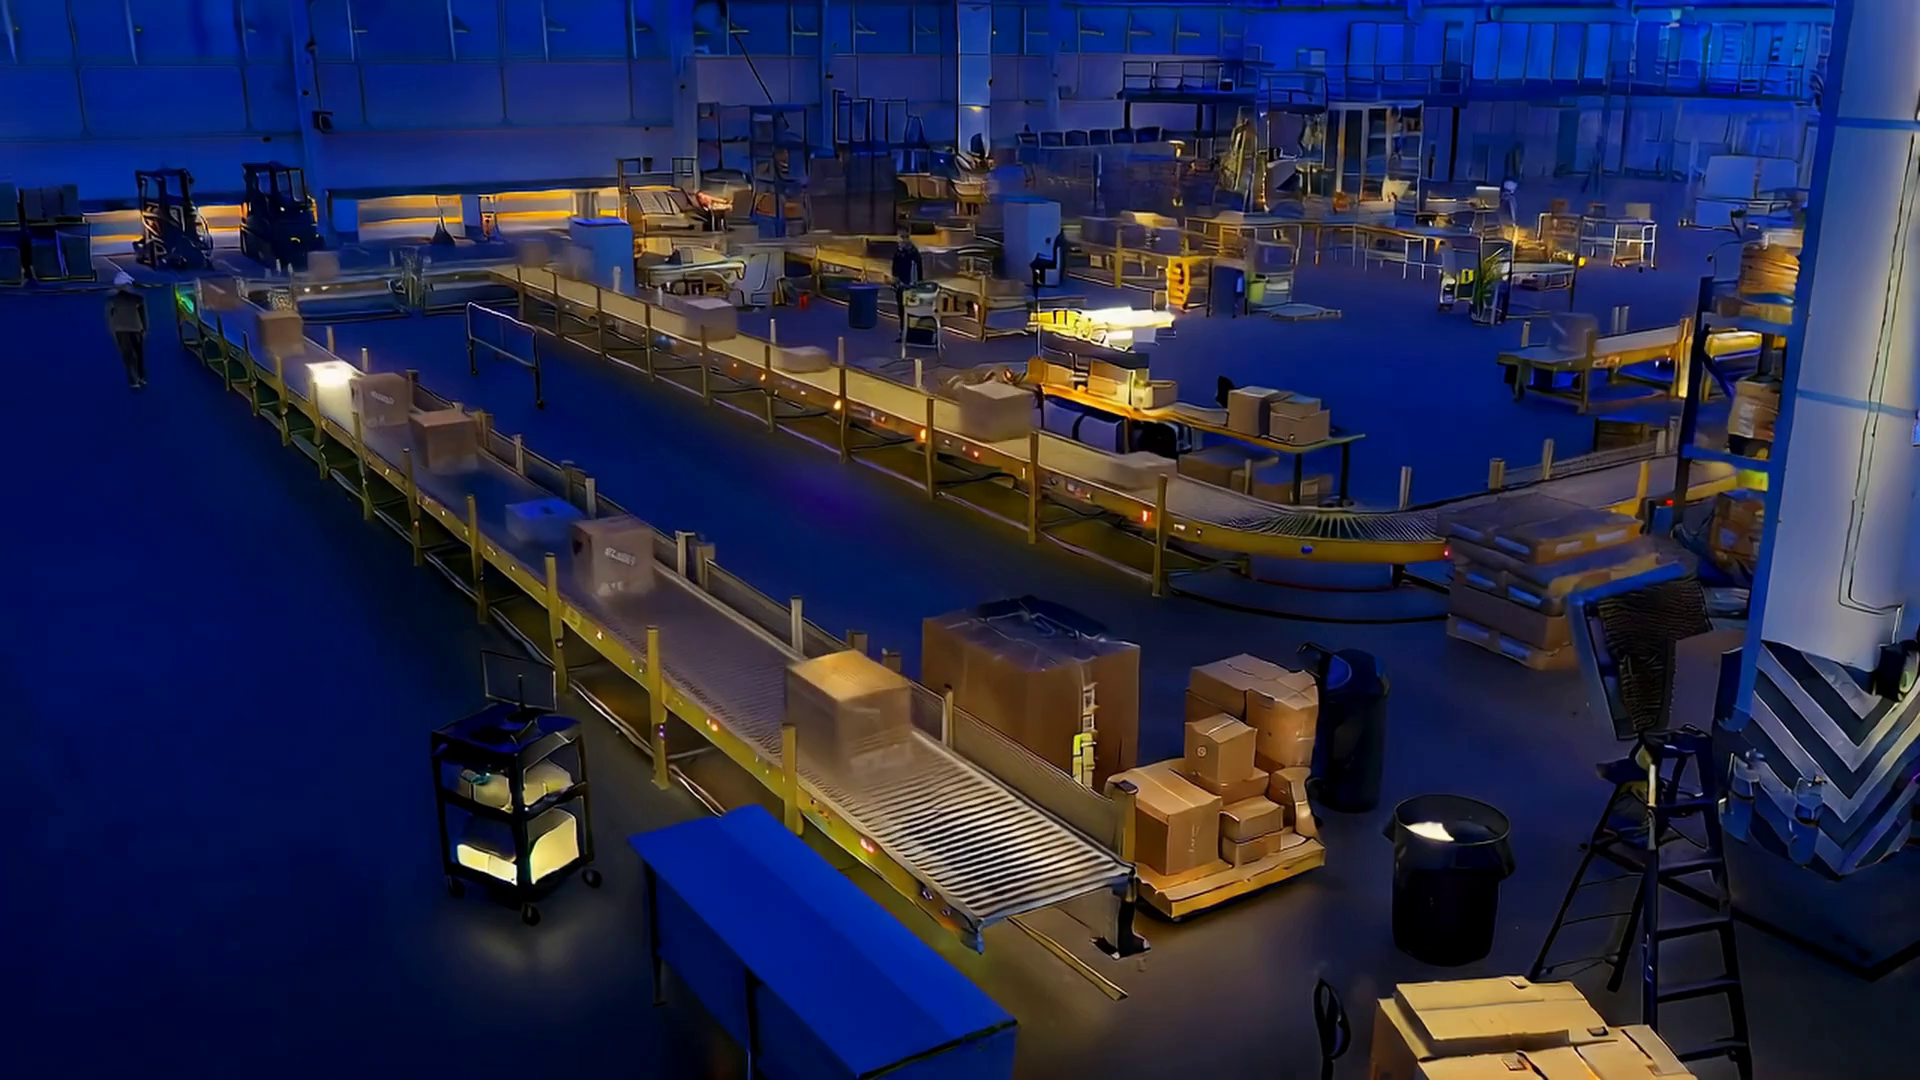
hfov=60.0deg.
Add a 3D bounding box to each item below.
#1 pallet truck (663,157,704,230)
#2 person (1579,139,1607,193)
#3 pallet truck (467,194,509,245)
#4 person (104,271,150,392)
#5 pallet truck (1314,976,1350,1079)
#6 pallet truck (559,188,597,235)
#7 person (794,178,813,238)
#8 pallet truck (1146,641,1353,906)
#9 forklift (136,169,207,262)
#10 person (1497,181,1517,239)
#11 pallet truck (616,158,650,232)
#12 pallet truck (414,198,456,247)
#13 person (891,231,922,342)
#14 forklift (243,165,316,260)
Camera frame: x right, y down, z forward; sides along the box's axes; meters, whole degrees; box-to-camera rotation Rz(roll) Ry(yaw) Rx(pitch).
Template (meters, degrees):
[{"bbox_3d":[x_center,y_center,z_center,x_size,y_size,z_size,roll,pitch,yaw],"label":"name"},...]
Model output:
[{"bbox_3d":[-7.586,-9.308,44.692,0.823,1.965,1.885,-11,20,-33],"label":"pallet truck"},{"bbox_3d":[21.232,-12.494,55.646,0.953,1.806,0.511,3,17,11],"label":"person"},{"bbox_3d":[-11.983,-8.177,42.137,0.704,1.261,1.522,-11,20,-33],"label":"pallet truck"},{"bbox_3d":[-12.222,-3.079,24.408,0.552,1.725,0.853,-10,19,-29],"label":"person"},{"bbox_3d":[2.299,2.390,7.086,1.601,1.201,0.680,-2,17,-7],"label":"pallet truck"},{"bbox_3d":[-10.010,-8.652,43.699,0.653,1.274,1.630,-10,20,-31],"label":"pallet truck"},{"bbox_3d":[-3.532,-7.295,38.006,1.027,1.999,0.621,-7,18,-21],"label":"person"},{"bbox_3d":[1.664,1.407,10.232,1.630,1.274,0.653,-10,20,-31],"label":"pallet truck"},{"bbox_3d":[-17.842,-7.318,37.559,1.157,1.987,2.680,-10,20,-31],"label":"forklift"},{"bbox_3d":[12.721,-7.411,38.658,0.404,1.835,0.590,-6,18,-19],"label":"person"},{"bbox_3d":[-8.918,-9.176,44.255,0.823,1.965,1.885,-9,19,-27],"label":"pallet truck"},{"bbox_3d":[-13.250,-8.060,41.856,0.680,1.201,1.601,-10,20,-31],"label":"pallet truck"},{"bbox_3d":[-0.927,-4.255,28.060,0.640,1.899,0.397,15,22,41],"label":"person"},{"bbox_3d":[-15.898,-7.669,38.708,1.157,1.987,2.680,-11,20,-33],"label":"forklift"}]
